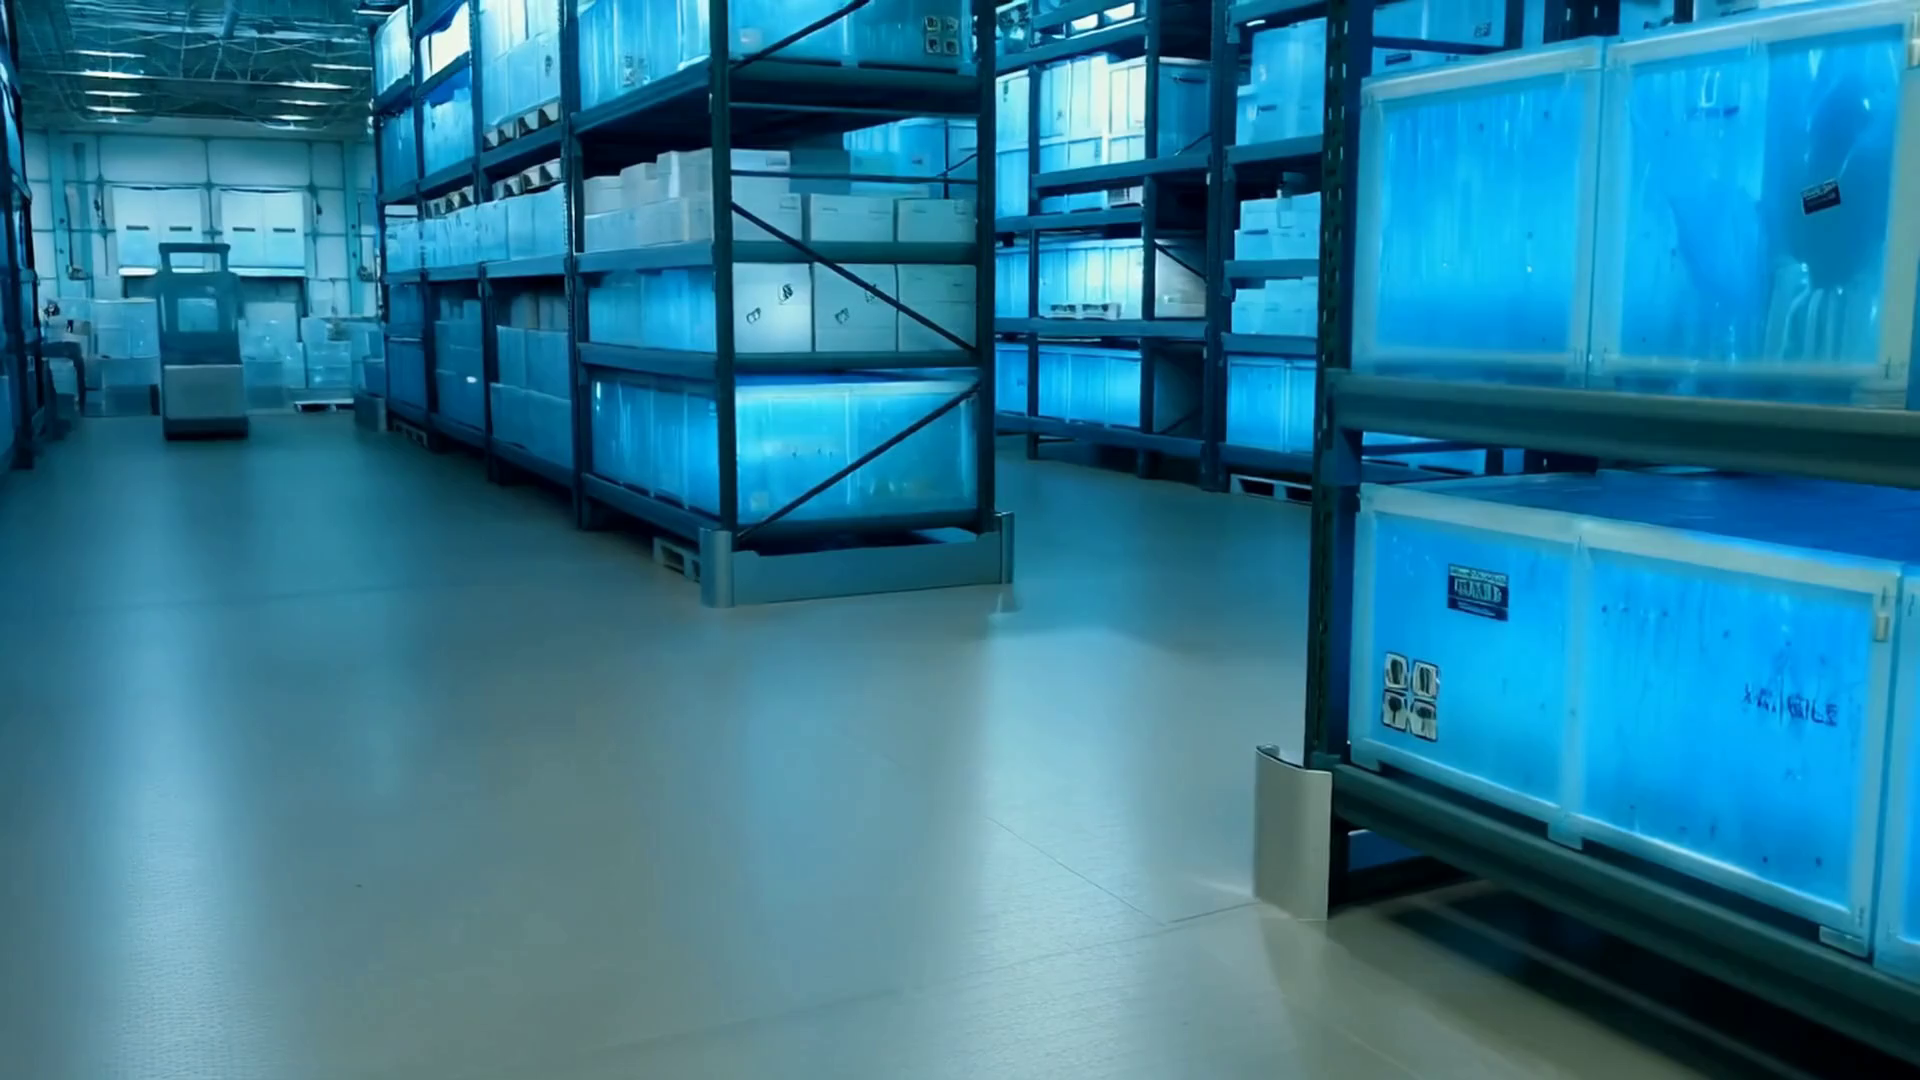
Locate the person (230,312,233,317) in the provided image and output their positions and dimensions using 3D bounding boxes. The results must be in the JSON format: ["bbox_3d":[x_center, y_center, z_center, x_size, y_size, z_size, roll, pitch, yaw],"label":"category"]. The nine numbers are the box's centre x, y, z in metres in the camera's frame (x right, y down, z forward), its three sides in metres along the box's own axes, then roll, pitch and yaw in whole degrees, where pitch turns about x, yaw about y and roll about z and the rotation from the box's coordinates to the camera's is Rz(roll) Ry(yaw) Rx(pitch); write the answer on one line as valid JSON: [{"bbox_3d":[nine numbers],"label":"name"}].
[{"bbox_3d":[-25.110,-7.191,56.934,0.587,1.930,0.356,2,8,13],"label":"person"}]

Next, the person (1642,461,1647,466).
[{"bbox_3d":[8.059,-1.804,19.896,0.640,1.902,0.407,0,8,-3],"label":"person"}]

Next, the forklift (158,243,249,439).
[{"bbox_3d":[-11.113,-2.932,24.306,1.129,2.768,1.873,-4,9,-26],"label":"forklift"}]

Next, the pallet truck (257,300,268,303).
[{"bbox_3d":[-23.913,-7.404,58.171,1.885,1.965,0.823,-1,8,-9],"label":"pallet truck"}]

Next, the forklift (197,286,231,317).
[{"bbox_3d":[-22.729,-6.771,50.781,1.873,2.768,1.129,6,10,37],"label":"forklift"}]

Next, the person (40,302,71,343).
[{"bbox_3d":[-20.510,-4.415,37.765,0.627,1.940,0.372,-4,9,-26],"label":"person"}]
